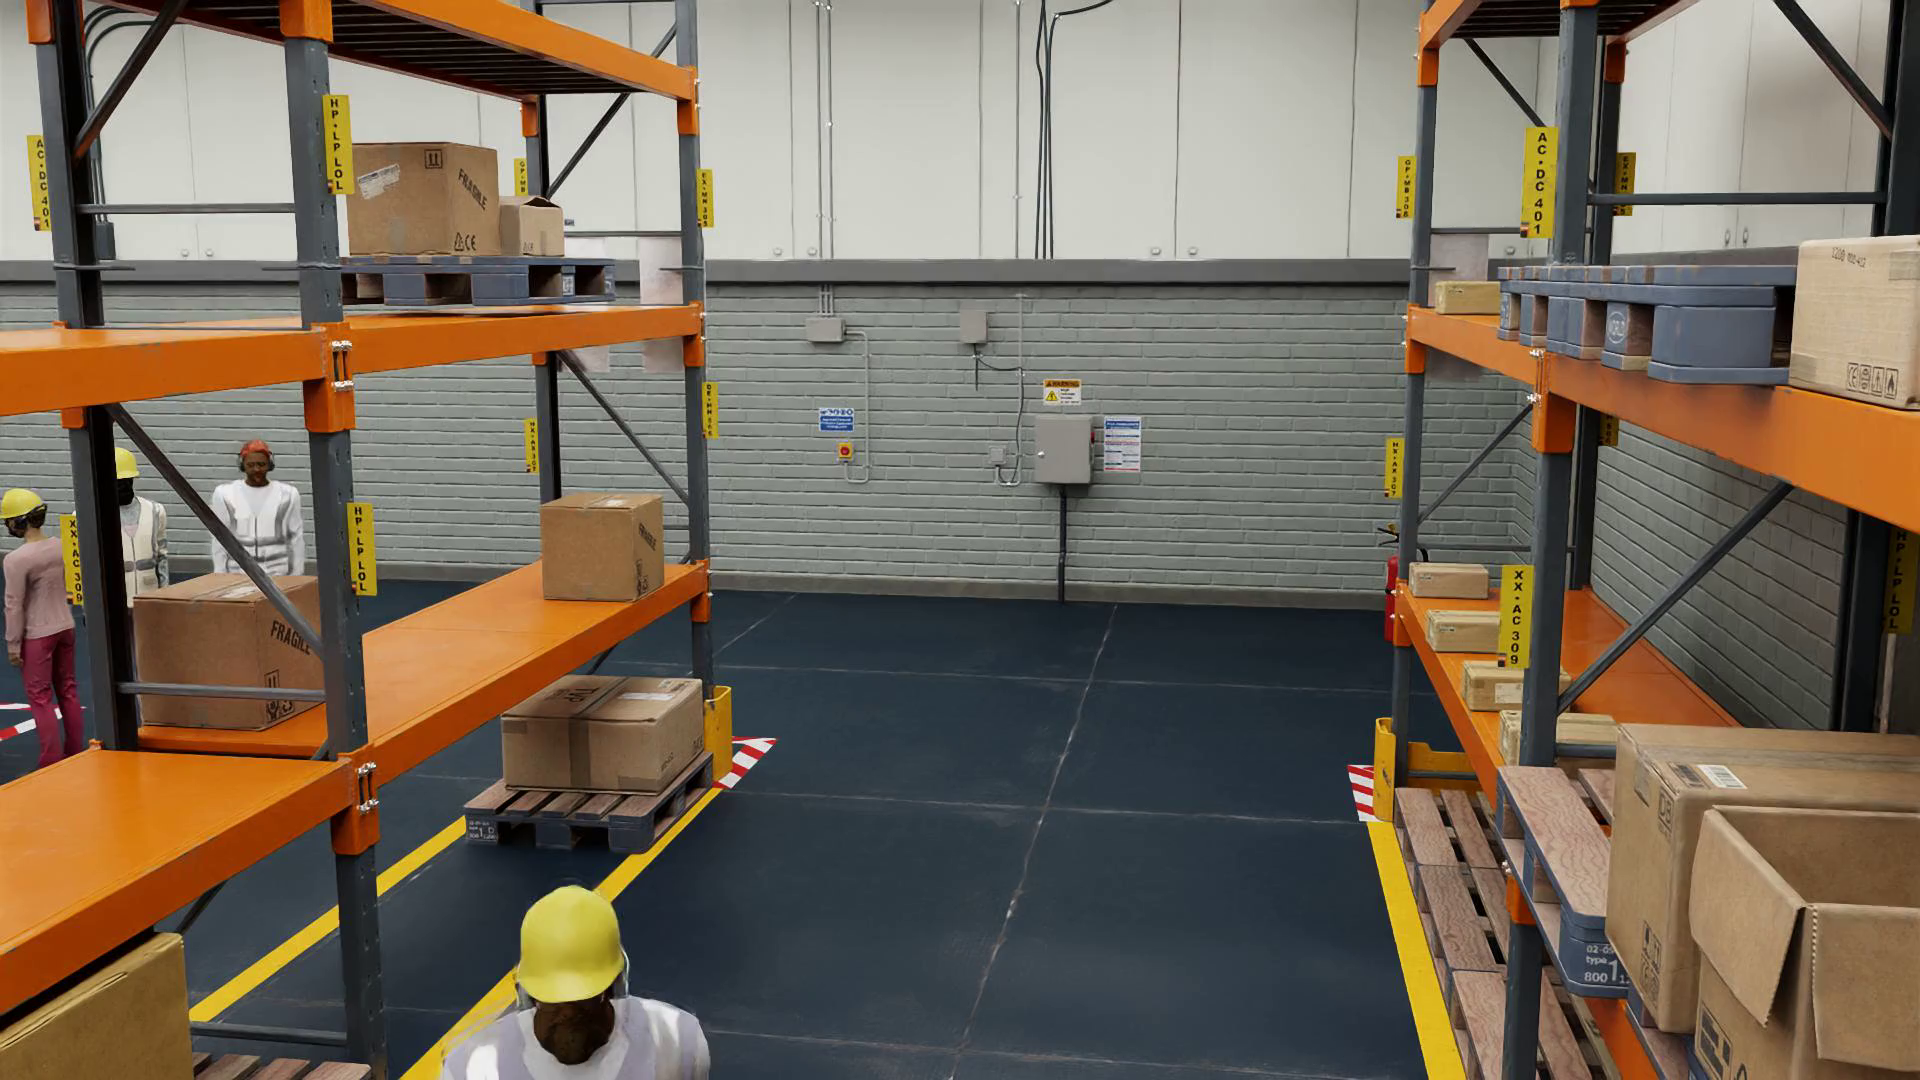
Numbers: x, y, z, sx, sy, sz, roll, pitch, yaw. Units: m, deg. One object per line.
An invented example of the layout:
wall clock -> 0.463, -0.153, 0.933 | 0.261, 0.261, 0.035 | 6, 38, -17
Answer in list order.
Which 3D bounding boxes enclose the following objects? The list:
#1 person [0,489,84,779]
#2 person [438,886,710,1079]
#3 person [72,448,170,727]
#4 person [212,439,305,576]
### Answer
person -> -5.483, 0.565, 9.898 | 0.336, 1.753, 0.526 | 2, 9, 10
person -> -0.816, 1.584, 3.537 | 0.615, 1.780, 0.950 | -2, 9, -14
person -> -5.279, 0.372, 10.548 | 0.364, 1.927, 0.587 | 7, 12, 37
person -> -4.925, 0.215, 11.709 | 0.594, 1.866, 0.691 | -3, 10, -18
